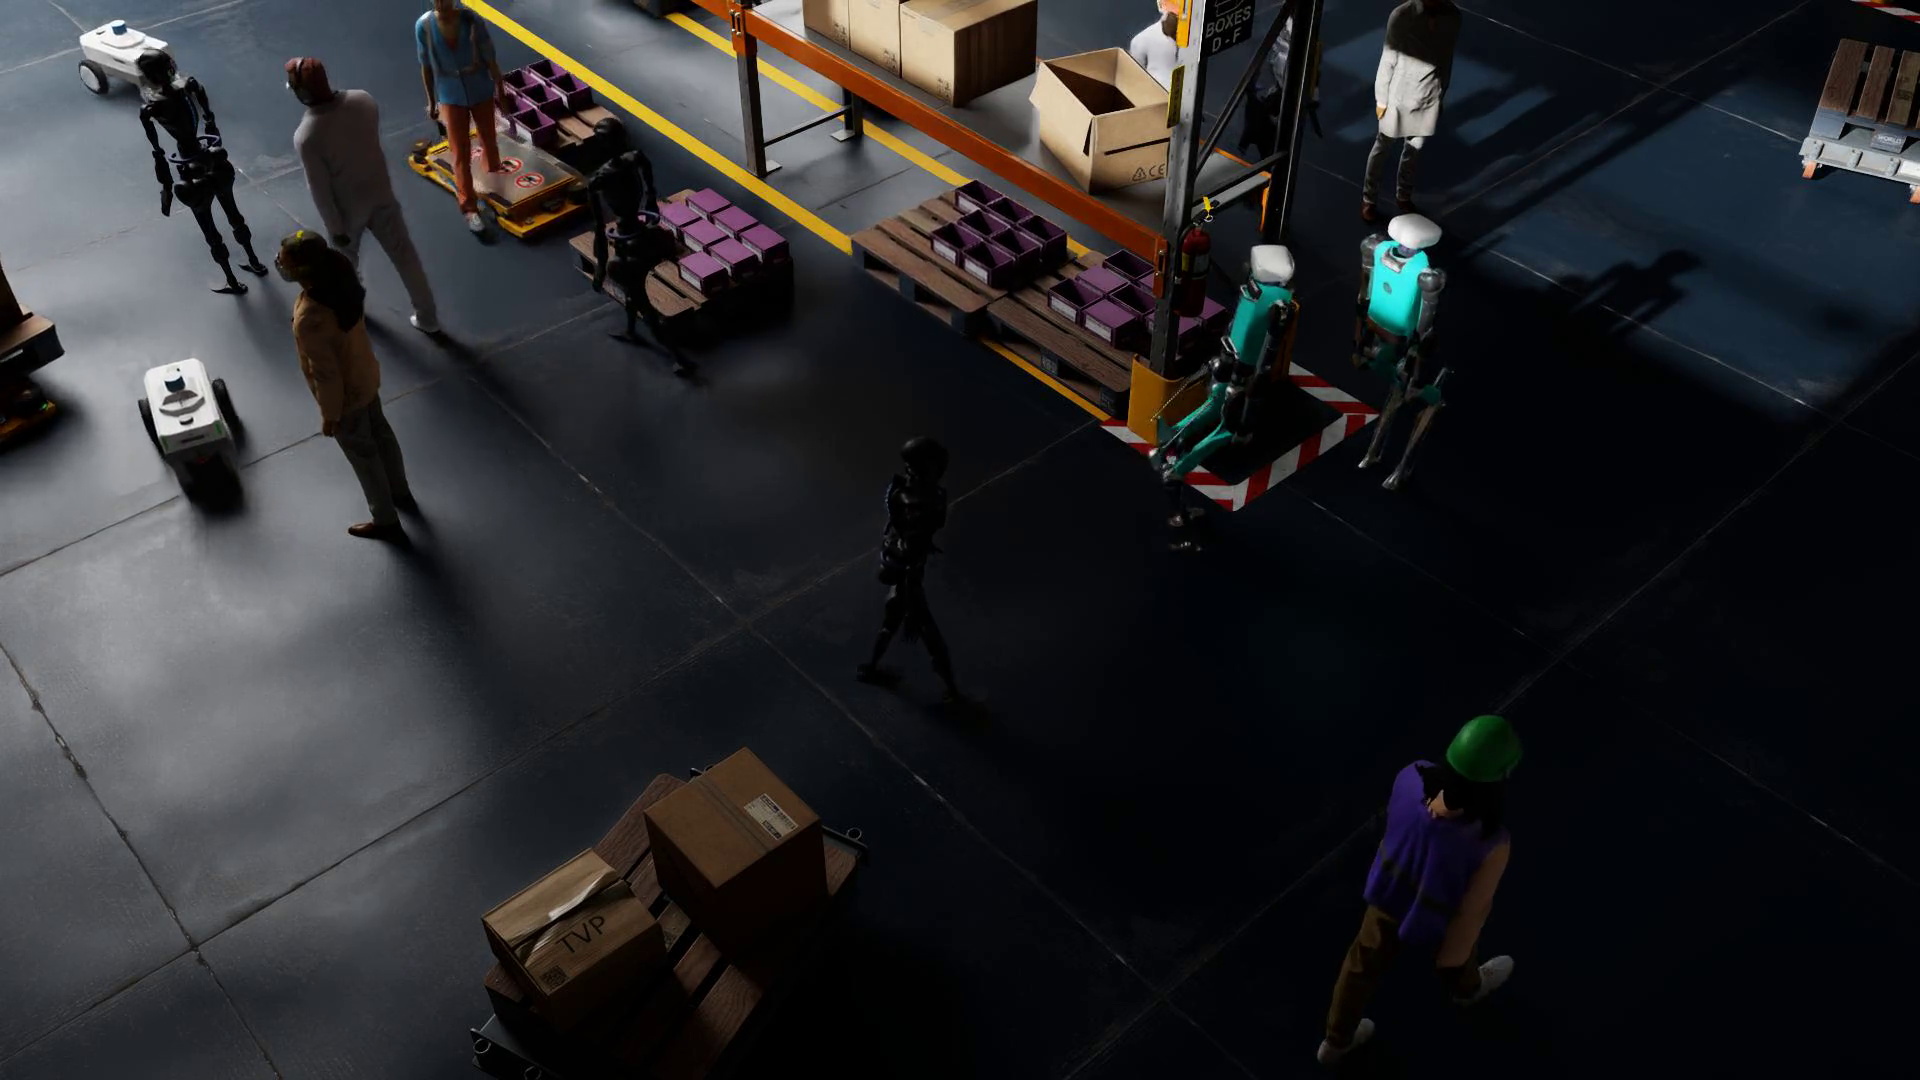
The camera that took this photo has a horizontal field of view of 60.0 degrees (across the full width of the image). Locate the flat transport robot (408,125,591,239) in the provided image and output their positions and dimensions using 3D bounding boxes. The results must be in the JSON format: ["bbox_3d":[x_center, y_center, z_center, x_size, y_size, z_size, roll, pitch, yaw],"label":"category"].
[{"bbox_3d":[-3.292,-2.615,11.939,1.431,0.231,0.659,33,52,31],"label":"flat transport robot"}]

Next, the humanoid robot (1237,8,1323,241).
[{"bbox_3d":[2.163,-2.851,11.191,0.600,1.631,0.750,-14,44,-15],"label":"humanoid robot"}]

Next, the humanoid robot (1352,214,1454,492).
[{"bbox_3d":[2.485,-1.054,9.150,0.699,1.768,0.532,-26,49,-26],"label":"humanoid robot"}]

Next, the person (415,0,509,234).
[{"bbox_3d":[-3.318,-2.928,11.191,0.520,1.740,0.734,-13,44,-14],"label":"person"}]

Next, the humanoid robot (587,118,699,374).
[{"bbox_3d":[-1.944,-1.754,10.011,0.786,1.637,0.605,22,47,22],"label":"humanoid robot"}]

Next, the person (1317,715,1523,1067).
[{"bbox_3d":[1.873,1.333,6.450,0.978,1.880,0.570,-25,48,-25],"label":"person"}]

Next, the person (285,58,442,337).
[{"bbox_3d":[-3.754,-2.122,10.237,1.048,1.839,0.643,27,49,26],"label":"person"}]

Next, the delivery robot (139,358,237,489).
[{"bbox_3d":[-4.493,-0.725,9.674,0.499,0.598,0.791,-19,46,-20],"label":"delivery robot"}]

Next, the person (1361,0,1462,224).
[{"bbox_3d":[3.042,-2.994,11.198,0.516,1.830,0.364,-5,43,-5],"label":"person"}]

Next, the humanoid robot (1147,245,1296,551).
[{"bbox_3d":[1.292,-0.720,8.809,0.792,1.786,0.561,-7,43,-8],"label":"humanoid robot"}]

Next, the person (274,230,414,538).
[{"bbox_3d":[-3.225,-0.816,8.796,0.406,1.877,0.565,2,43,2],"label":"person"}]

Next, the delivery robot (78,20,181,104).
[{"bbox_3d":[-6.476,-3.753,12.962,0.793,0.590,0.499,22,47,22],"label":"delivery robot"}]

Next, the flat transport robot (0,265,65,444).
[{"bbox_3d":[-6.219,-0.920,10.095,1.431,0.231,0.659,25,48,24],"label":"flat transport robot"}]

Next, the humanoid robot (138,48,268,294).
[{"bbox_3d":[-4.868,-2.351,10.604,0.315,1.654,0.599,15,45,16],"label":"humanoid robot"}]

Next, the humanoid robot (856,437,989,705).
[{"bbox_3d":[-0.186,0.133,7.931,0.722,1.627,0.606,2,43,2],"label":"humanoid robot"}]

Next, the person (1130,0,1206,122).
[{"bbox_3d":[1.383,-2.977,11.262,0.572,1.717,0.816,-19,46,-20],"label":"person"}]
